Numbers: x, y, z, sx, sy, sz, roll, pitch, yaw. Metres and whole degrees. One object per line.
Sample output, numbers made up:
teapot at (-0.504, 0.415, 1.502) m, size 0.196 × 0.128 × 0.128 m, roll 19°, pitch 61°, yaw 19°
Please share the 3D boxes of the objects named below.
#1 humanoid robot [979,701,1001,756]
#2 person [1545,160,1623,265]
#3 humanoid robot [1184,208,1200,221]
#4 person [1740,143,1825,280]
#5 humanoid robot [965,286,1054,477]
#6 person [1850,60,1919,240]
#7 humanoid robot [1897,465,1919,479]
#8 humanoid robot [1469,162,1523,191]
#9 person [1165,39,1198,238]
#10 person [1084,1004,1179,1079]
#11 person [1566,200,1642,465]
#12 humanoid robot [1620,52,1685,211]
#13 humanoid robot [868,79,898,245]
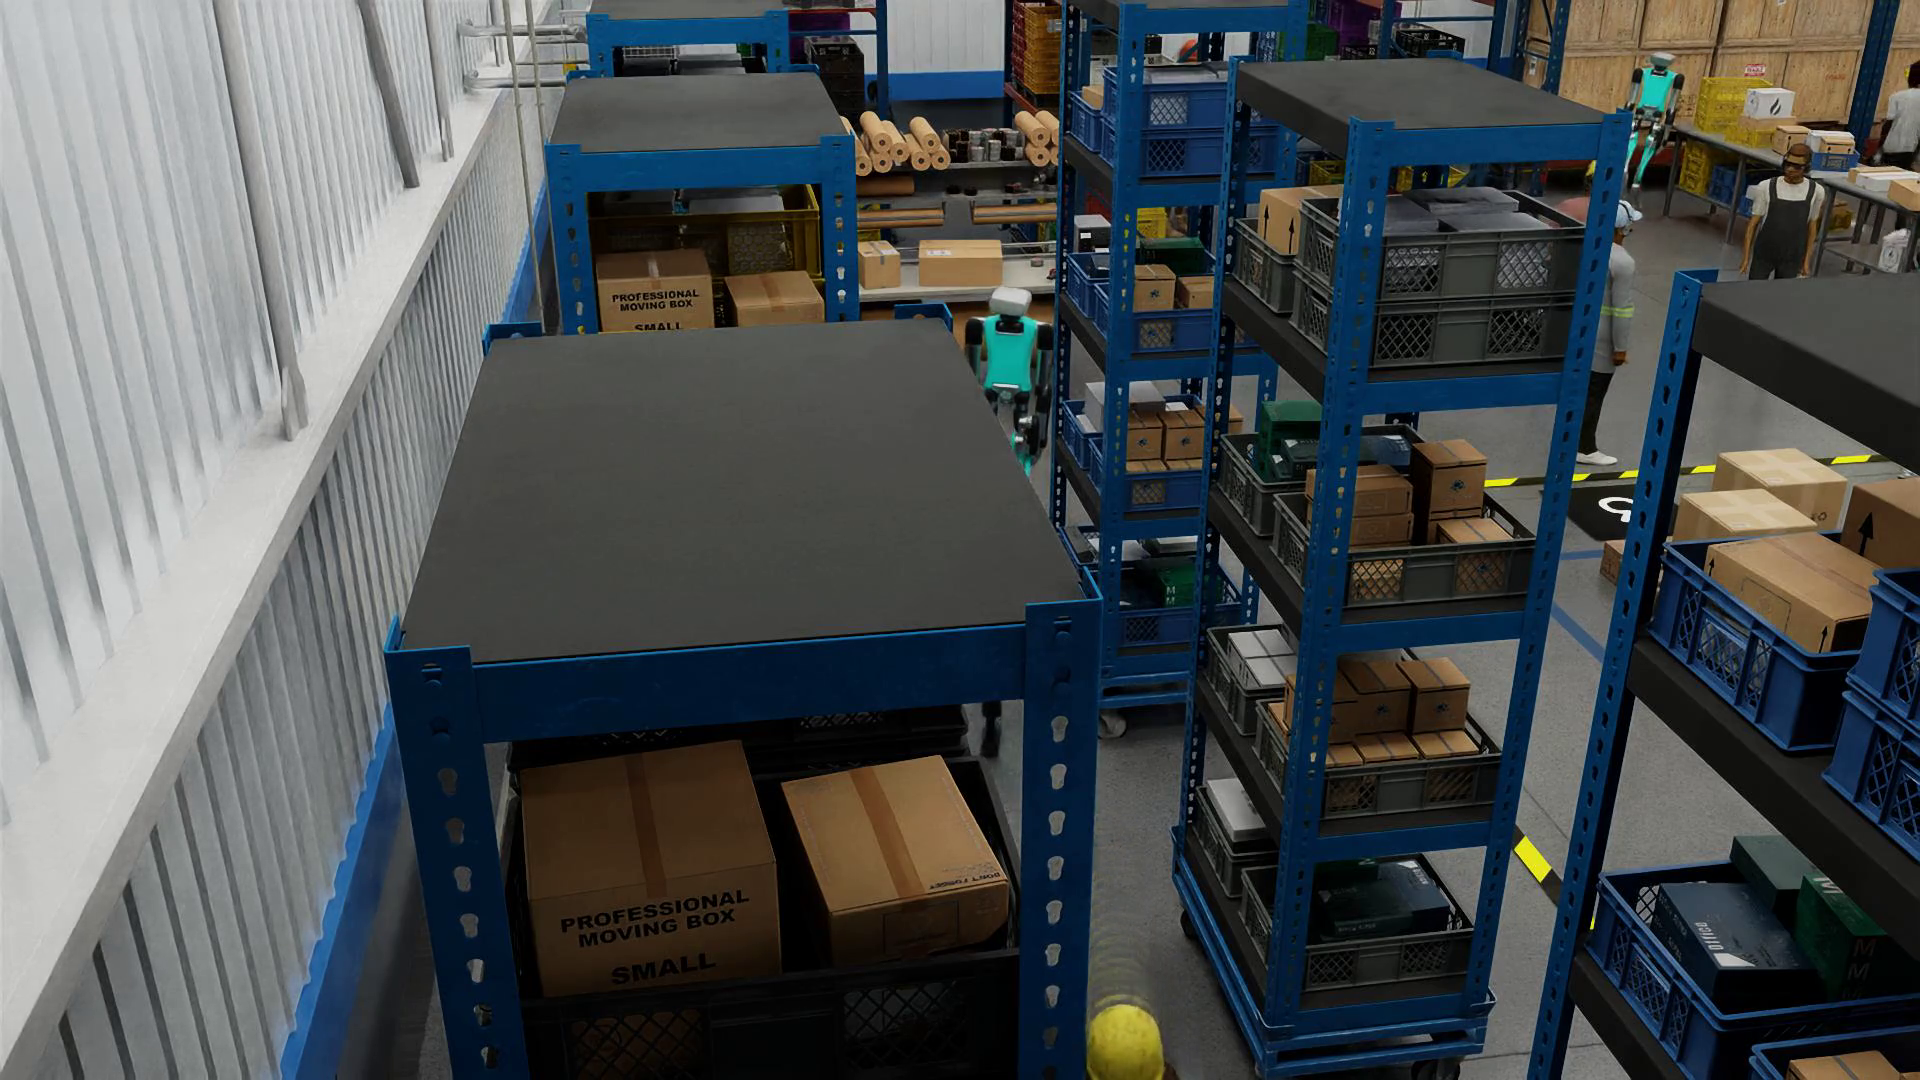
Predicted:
humanoid robot at (0.045, 0.416, 7.779) m, size 0.593 × 1.636 × 0.787 m, roll 1°, pitch 25°, yaw 2°
person at (4.913, -2.122, 13.155) m, size 0.557 × 1.729 × 0.666 m, roll 9°, pitch 26°, yaw 20°
humanoid robot at (2.648, -4.189, 17.728) m, size 0.607 × 1.646 × 0.375 m, roll -1°, pitch 25°, yaw -2°
person at (6.540, -2.258, 13.322) m, size 0.512 × 1.841 × 0.325 m, roll 7°, pitch 26°, yaw 16°
humanoid robot at (0.247, -0.489, 9.720) m, size 0.543 × 1.883 × 0.740 m, roll 3°, pitch 25°, yaw 7°
person at (9.703, -4.026, 17.197) m, size 0.538 × 1.823 × 0.898 m, roll 0°, pitch 25°, yaw 1°
humanoid robot at (6.430, -1.138, 10.861) m, size 0.735 × 1.672 × 0.533 m, roll -12°, pitch 27°, yaw -23°
humanoid robot at (5.139, -3.370, 15.996) m, size 0.609 × 1.620 × 0.785 m, roll -7°, pitch 26°, yaw -16°
person at (2.328, -4.122, 17.159) m, size 0.410 × 2.035 × 0.606 m, roll 20°, pitch 31°, yaw 36°
person at (0.411, 1.875, 4.497) m, size 0.484 × 1.717 × 0.673 m, roll -1°, pitch 25°, yaw -2°
person at (4.443, -1.431, 11.515) m, size 0.361 × 1.852 × 0.592 m, roll -5°, pitch 25°, yaw -12°
humanoid robot at (7.353, -4.302, 17.913) m, size 0.561 × 1.786 × 0.863 m, roll 13°, pitch 28°, yaw 26°
humanoid robot at (-0.802, -3.861, 16.988) m, size 0.315 × 1.657 × 0.599 m, roll 1°, pitch 25°, yaw 3°
